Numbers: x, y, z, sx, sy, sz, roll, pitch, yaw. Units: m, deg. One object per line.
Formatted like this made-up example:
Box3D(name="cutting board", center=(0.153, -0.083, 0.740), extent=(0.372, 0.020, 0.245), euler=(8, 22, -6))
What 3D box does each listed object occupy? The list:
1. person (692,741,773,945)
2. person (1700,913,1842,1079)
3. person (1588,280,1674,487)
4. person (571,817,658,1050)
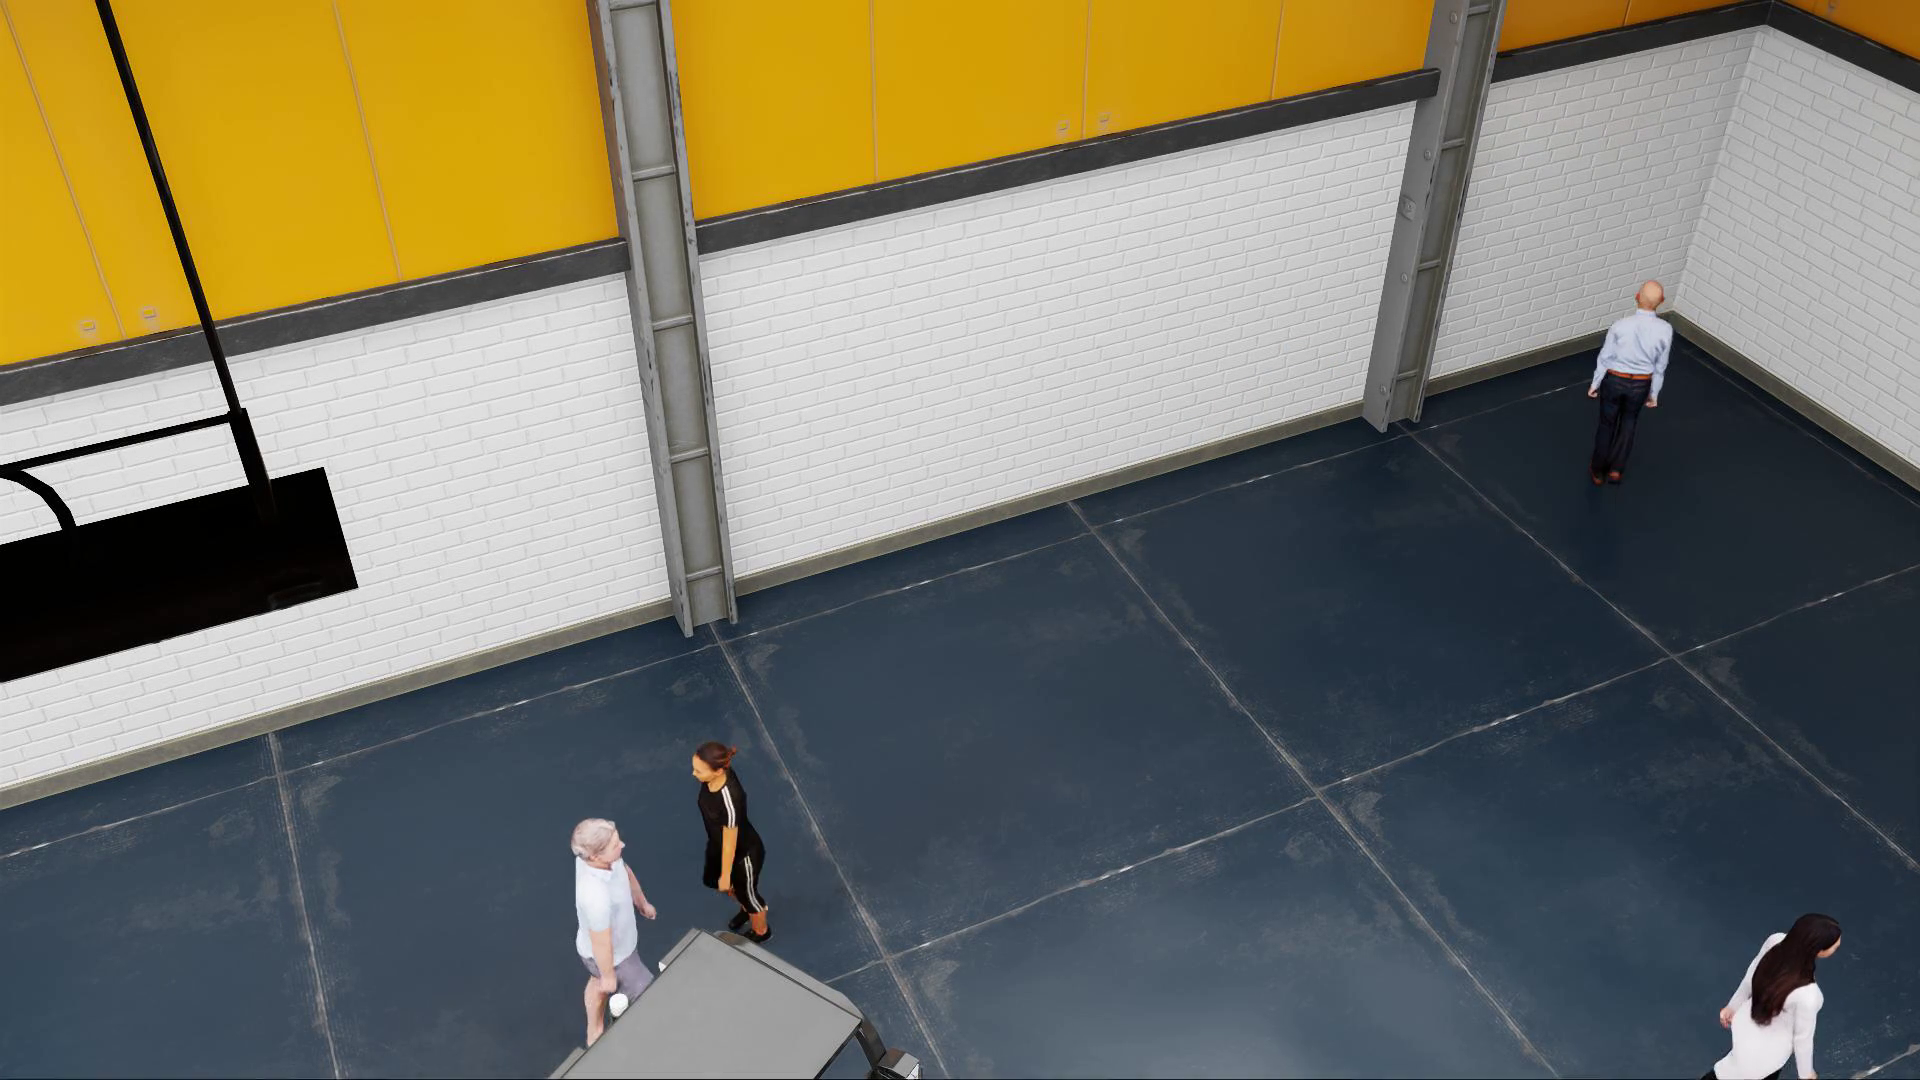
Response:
Box3D(name="person", center=(-1.181, 1.673, 9.244), extent=(0.578, 1.651, 0.593), euler=(-19, 42, -22))
Box3D(name="person", center=(3.809, 2.466, 8.169), extent=(1.233, 1.753, 1.013), euler=(4, 39, 5))
Box3D(name="person", center=(5.064, -1.115, 12.629), extent=(0.889, 1.783, 0.936), euler=(7, 39, 9))
Box3D(name="person", center=(-1.902, 2.093, 8.590), extent=(0.978, 1.811, 0.824), euler=(-6, 39, -8))
